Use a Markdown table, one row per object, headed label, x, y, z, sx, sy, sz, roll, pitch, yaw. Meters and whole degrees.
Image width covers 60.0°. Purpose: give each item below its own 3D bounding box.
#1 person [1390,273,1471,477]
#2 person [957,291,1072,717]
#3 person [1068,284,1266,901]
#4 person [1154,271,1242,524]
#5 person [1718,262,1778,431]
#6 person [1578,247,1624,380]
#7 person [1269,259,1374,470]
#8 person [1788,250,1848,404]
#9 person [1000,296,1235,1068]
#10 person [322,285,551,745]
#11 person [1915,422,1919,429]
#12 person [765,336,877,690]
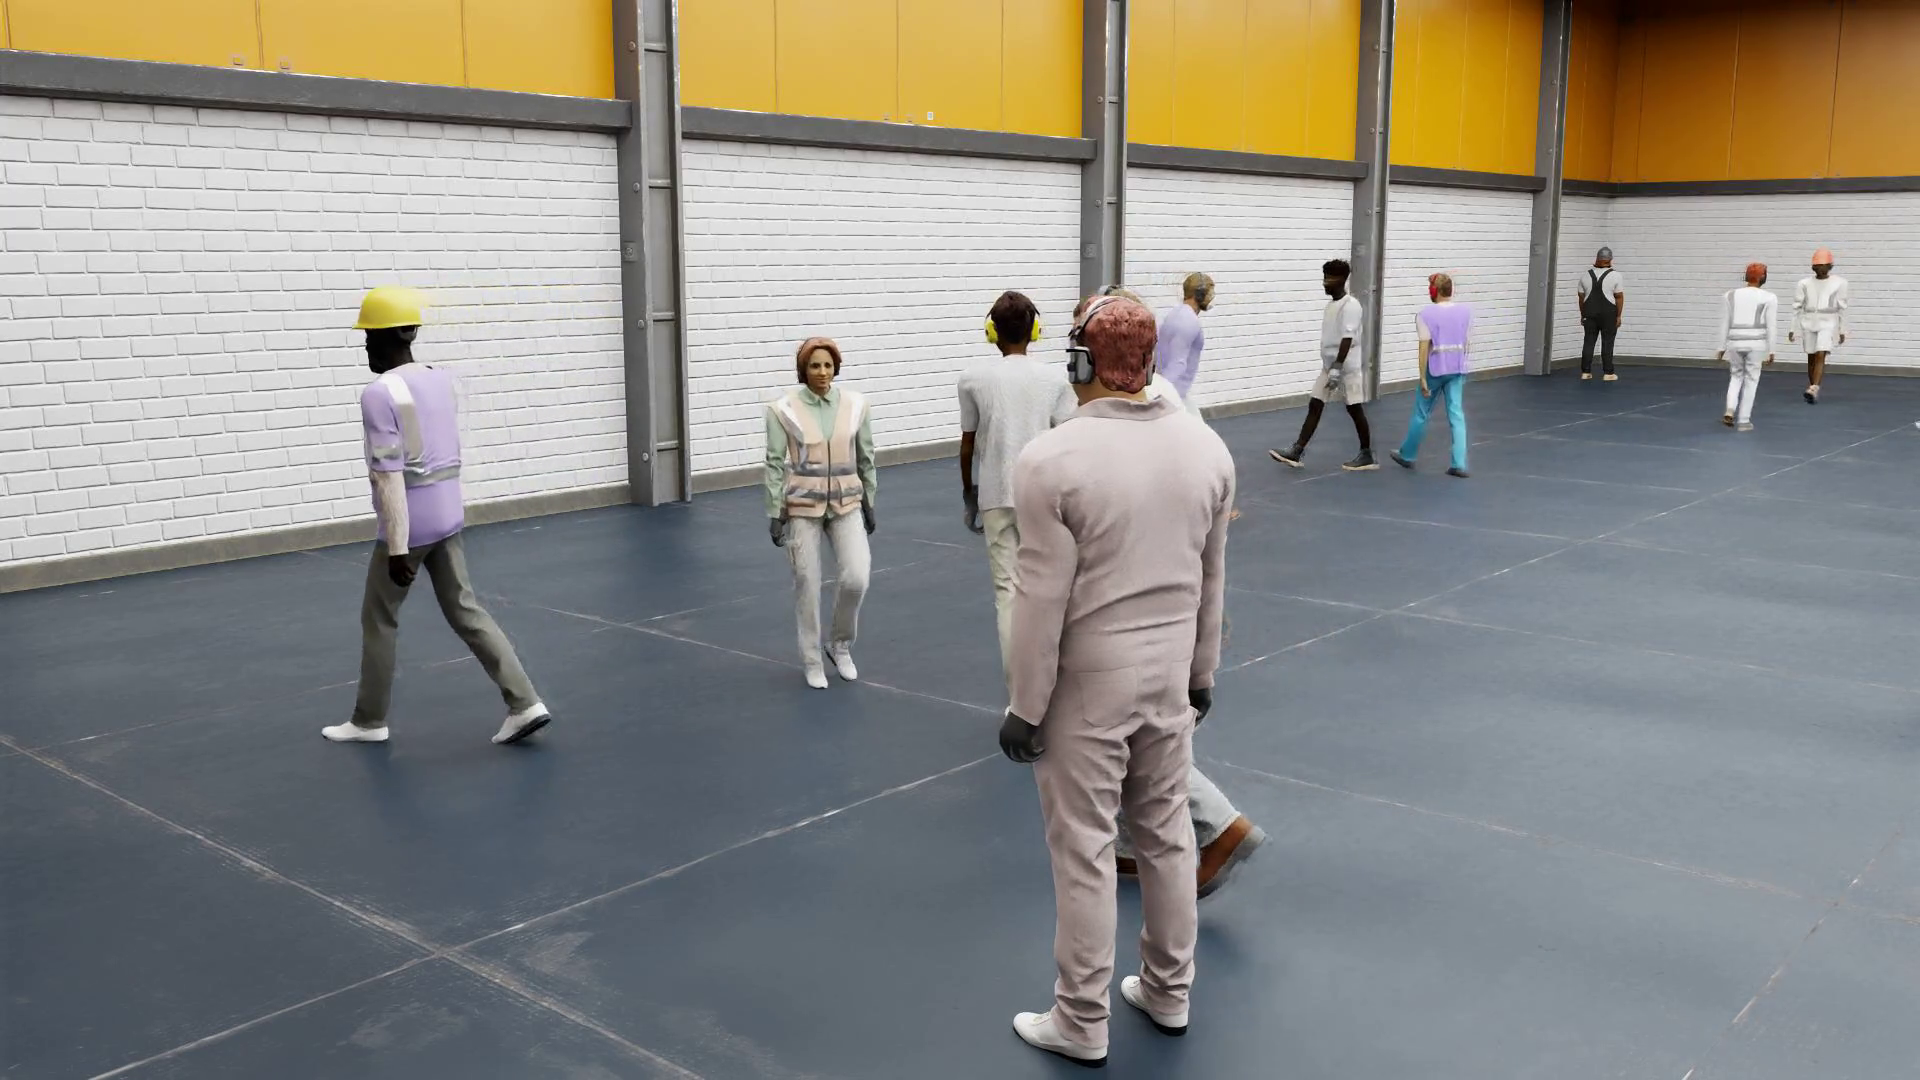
| label | x | y | z | sx | sy | sz | roll | pitch | yaw |
| --- | --- | --- | --- | --- | --- | --- | --- | --- | --- |
| person | 4.295 | -1.491 | 14.976 | 0.575 | 1.793 | 0.978 | -3 | 10 | -15 |
| person | 0.228 | -0.149 | 7.219 | 0.502 | 1.830 | 0.842 | -2 | 10 | -9 |
| person | 0.605 | 0.184 | 5.093 | 0.642 | 1.917 | 0.655 | 5 | 11 | 27 |
| person | 1.513 | -1.020 | 12.136 | 1.047 | 1.867 | 0.661 | -1 | 10 | -5 |
| person | 8.749 | -2.139 | 18.448 | 0.422 | 1.864 | 0.604 | -9 | 14 | -43 |
| person | 9.894 | -3.484 | 25.617 | 0.687 | 2.000 | 0.538 | 9 | 13 | 42 |
| person | 3.354 | -1.575 | 15.098 | 0.999 | 1.912 | 0.614 | -3 | 10 | -14 |
| person | 11.169 | -2.773 | 21.713 | 0.637 | 1.986 | 1.043 | 9 | 13 | 42 |
| person | 0.368 | 0.350 | 4.168 | 0.651 | 1.906 | 0.404 | -7 | 12 | -33 |
| person | -2.126 | -0.079 | 6.701 | 0.969 | 1.886 | 0.601 | 3 | 10 | 15 |
| person | 10.828 | -1.972 | 17.961 | 0.500 | 1.710 | 0.844 | -3 | 10 | -16 |
| person | -0.627 | -0.113 | 7.595 | 0.546 | 1.623 | 0.387 | -3 | 11 | -18 |
